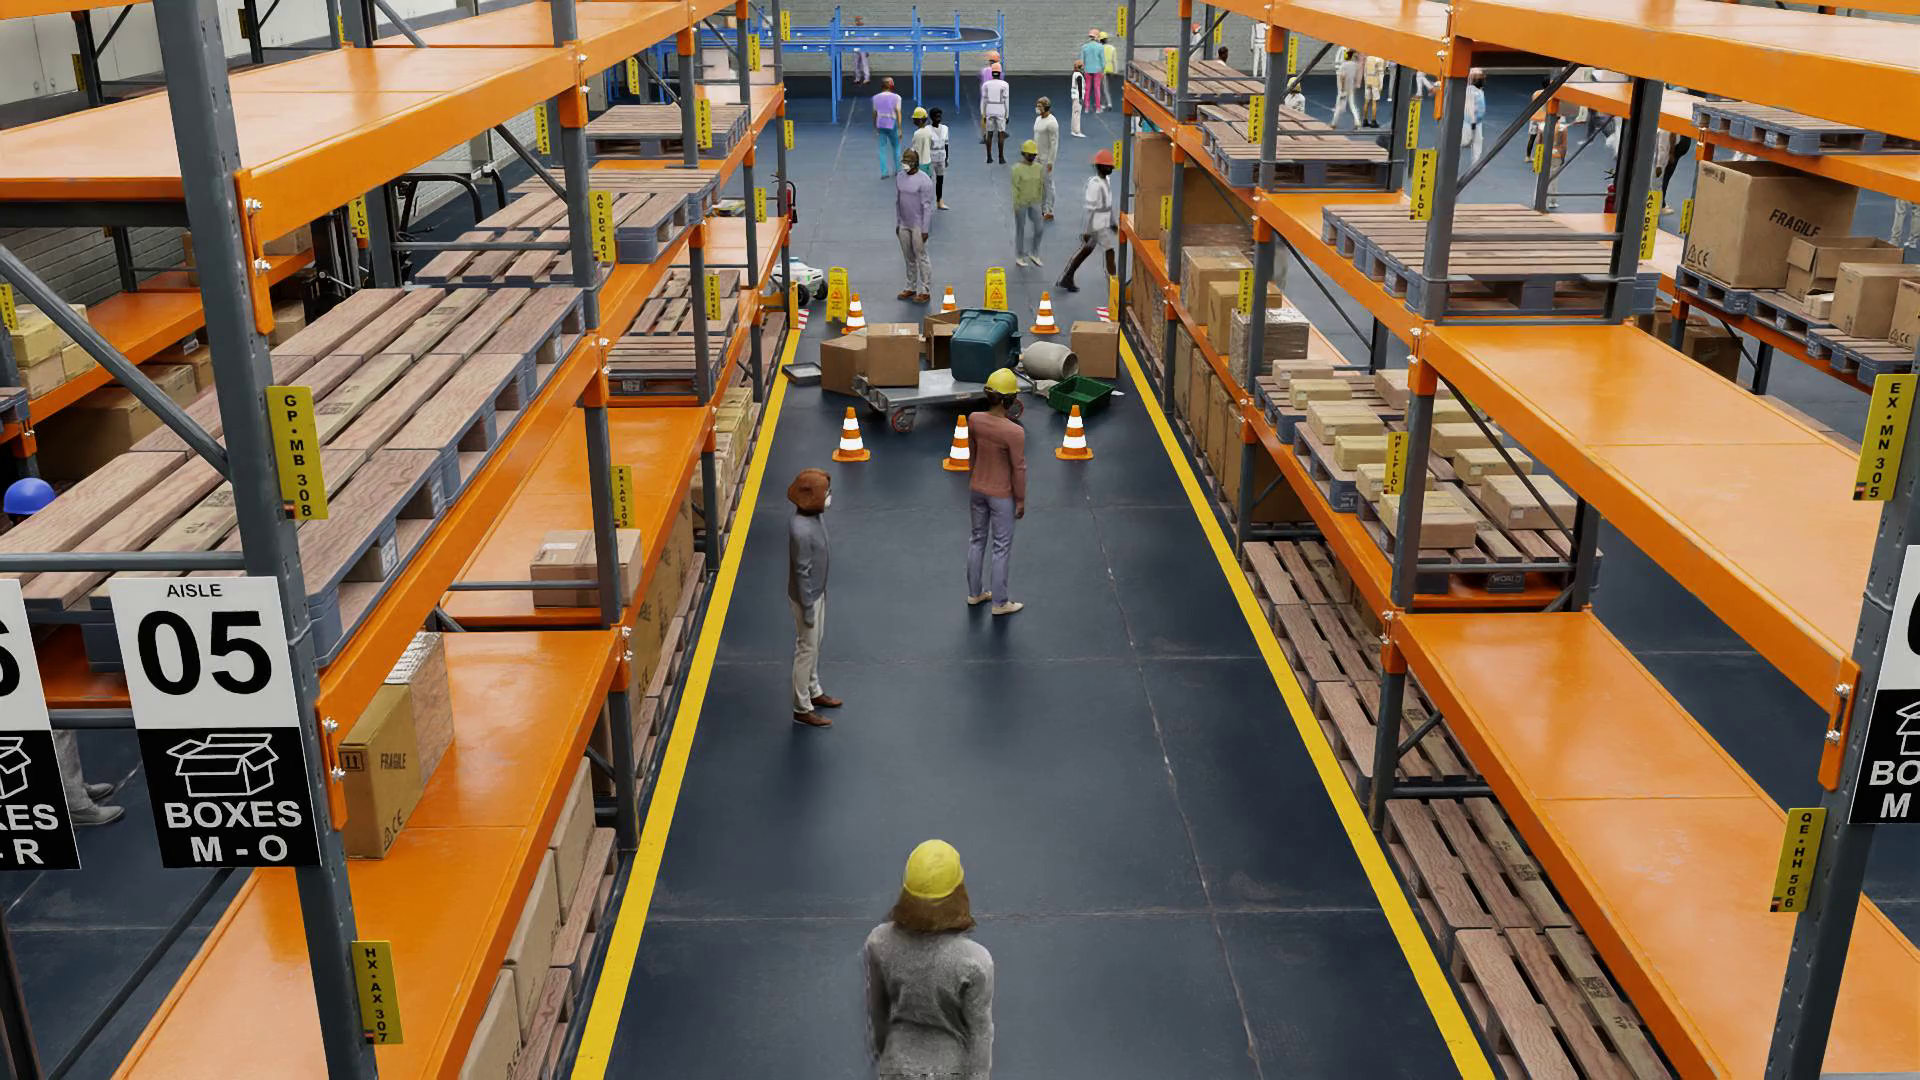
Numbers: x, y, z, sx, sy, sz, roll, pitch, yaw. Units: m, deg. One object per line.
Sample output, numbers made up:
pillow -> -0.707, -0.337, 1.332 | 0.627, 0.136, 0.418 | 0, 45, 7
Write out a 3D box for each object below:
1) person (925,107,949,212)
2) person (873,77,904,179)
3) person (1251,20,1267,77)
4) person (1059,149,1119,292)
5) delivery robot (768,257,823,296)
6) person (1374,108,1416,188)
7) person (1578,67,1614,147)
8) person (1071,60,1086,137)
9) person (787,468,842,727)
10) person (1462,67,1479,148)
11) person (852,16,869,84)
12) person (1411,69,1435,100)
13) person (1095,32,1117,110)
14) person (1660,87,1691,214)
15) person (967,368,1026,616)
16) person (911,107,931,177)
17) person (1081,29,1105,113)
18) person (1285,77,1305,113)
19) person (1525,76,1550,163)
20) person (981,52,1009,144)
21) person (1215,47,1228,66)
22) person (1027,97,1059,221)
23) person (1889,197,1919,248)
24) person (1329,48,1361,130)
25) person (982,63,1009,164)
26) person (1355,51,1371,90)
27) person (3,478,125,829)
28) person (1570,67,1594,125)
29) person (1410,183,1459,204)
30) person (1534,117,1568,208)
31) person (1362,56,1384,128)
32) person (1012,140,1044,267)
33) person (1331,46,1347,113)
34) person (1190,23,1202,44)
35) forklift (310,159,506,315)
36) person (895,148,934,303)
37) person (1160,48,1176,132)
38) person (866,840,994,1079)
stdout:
person -> -0.413, -6.282, 27.450 | 0.533, 1.691, 0.321 | -14, 25, -32
person -> -1.291, -7.669, 30.930 | 0.603, 1.812, 0.840 | 8, 22, 19
person -> 8.841, -14.498, 48.895 | 0.573, 1.883, 0.355 | 6, 22, 16
person -> 1.746, -4.075, 21.362 | 1.038, 1.886, 0.543 | 5, 21, 14
delivery robot -> -2.100, -3.354, 21.155 | 0.707, 0.478, 0.477 | 13, 24, 30
person -> 6.720, -5.804, 25.847 | 0.652, 1.930, 0.448 | -2, 21, -5
person -> 13.481, -9.229, 34.968 | 0.601, 1.894, 0.826 | -16, 26, -36
person -> 2.598, -9.709, 36.568 | 0.309, 1.645, 0.514 | -3, 21, -7
person -> -0.893, 0.339, 10.040 | 0.291, 1.625, 0.506 | 2, 21, 5
person -> 10.593, -9.160, 34.718 | 0.450, 1.926, 0.648 | 11, 24, 28
person -> -2.862, -14.028, 47.636 | 0.654, 1.901, 0.399 | 18, 27, 39
person -> 12.194, -12.511, 43.669 | 0.512, 1.869, 0.573 | 16, 26, 36
person -> 3.653, -11.727, 41.581 | 0.586, 1.887, 0.893 | -10, 23, -24
person -> 11.665, -6.387, 27.236 | 0.535, 2.000, 0.688 | 5, 21, 13
person -> 0.264, -0.339, 11.647 | 0.518, 1.756, 0.344 | 18, 27, 40
person -> -0.633, -6.027, 26.666 | 0.311, 1.768, 0.533 | 8, 22, 19
person -> 3.271, -11.526, 40.890 | 0.612, 1.990, 0.392 | 7, 22, 17
person -> 6.321, -7.927, 31.720 | 0.295, 1.743, 0.493 | -17, 26, -37
person -> 11.381, -8.219, 32.574 | 0.320, 1.687, 0.538 | -10, 23, -24
person -> 0.718, -9.476, 35.627 | 0.551, 1.885, 1.008 | 10, 23, 24
person -> 5.713, -9.924, 36.778 | 0.407, 1.907, 0.597 | -5, 21, -12
person -> 1.342, -6.091, 26.595 | 0.370, 1.939, 0.631 | -9, 23, -23
person -> 13.979, -5.172, 24.455 | 0.486, 1.738, 0.320 | 1, 21, 3
person -> 8.755, -10.155, 37.513 | 0.540, 1.824, 0.990 | -13, 24, -31
person -> 0.705, -8.362, 32.617 | 0.543, 1.929, 0.387 | 6, 22, 16
person -> 11.288, -13.479, 46.169 | 0.643, 1.909, 0.400 | 10, 23, 25
person -> -4.854, 0.603, 8.896 | 0.402, 1.943, 0.605 | -12, 24, -29
person -> 14.496, -10.488, 38.657 | 0.511, 1.622, 0.296 | -16, 26, -37
person -> 5.880, -3.898, 20.786 | 0.616, 1.945, 0.399 | 10, 23, 24
person -> 9.852, -6.373, 27.758 | 0.510, 1.640, 0.308 | 15, 25, 34
person -> 9.474, -10.420, 38.032 | 0.347, 1.942, 0.548 | -13, 24, -30
person -> 0.954, -4.646, 23.041 | 0.525, 1.751, 0.529 | -9, 23, -23
person -> 9.368, -11.497, 40.891 | 0.427, 1.938, 0.604 | 0, 21, 0
person -> 6.626, -13.665, 46.884 | 0.336, 1.743, 0.561 | 0, 21, 0
forklift -> -5.622, -2.910, 17.832 | 2.313, 2.155, 1.214 | -1, 21, -1
person -> -0.583, -3.970, 21.005 | 0.370, 1.932, 0.625 | -18, 27, -39
person -> 4.472, -9.620, 35.848 | 0.401, 1.989, 0.623 | 13, 24, 31
person -> -0.069, 1.828, 5.980 | 0.500, 1.704, 0.837 | 8, 22, 20
